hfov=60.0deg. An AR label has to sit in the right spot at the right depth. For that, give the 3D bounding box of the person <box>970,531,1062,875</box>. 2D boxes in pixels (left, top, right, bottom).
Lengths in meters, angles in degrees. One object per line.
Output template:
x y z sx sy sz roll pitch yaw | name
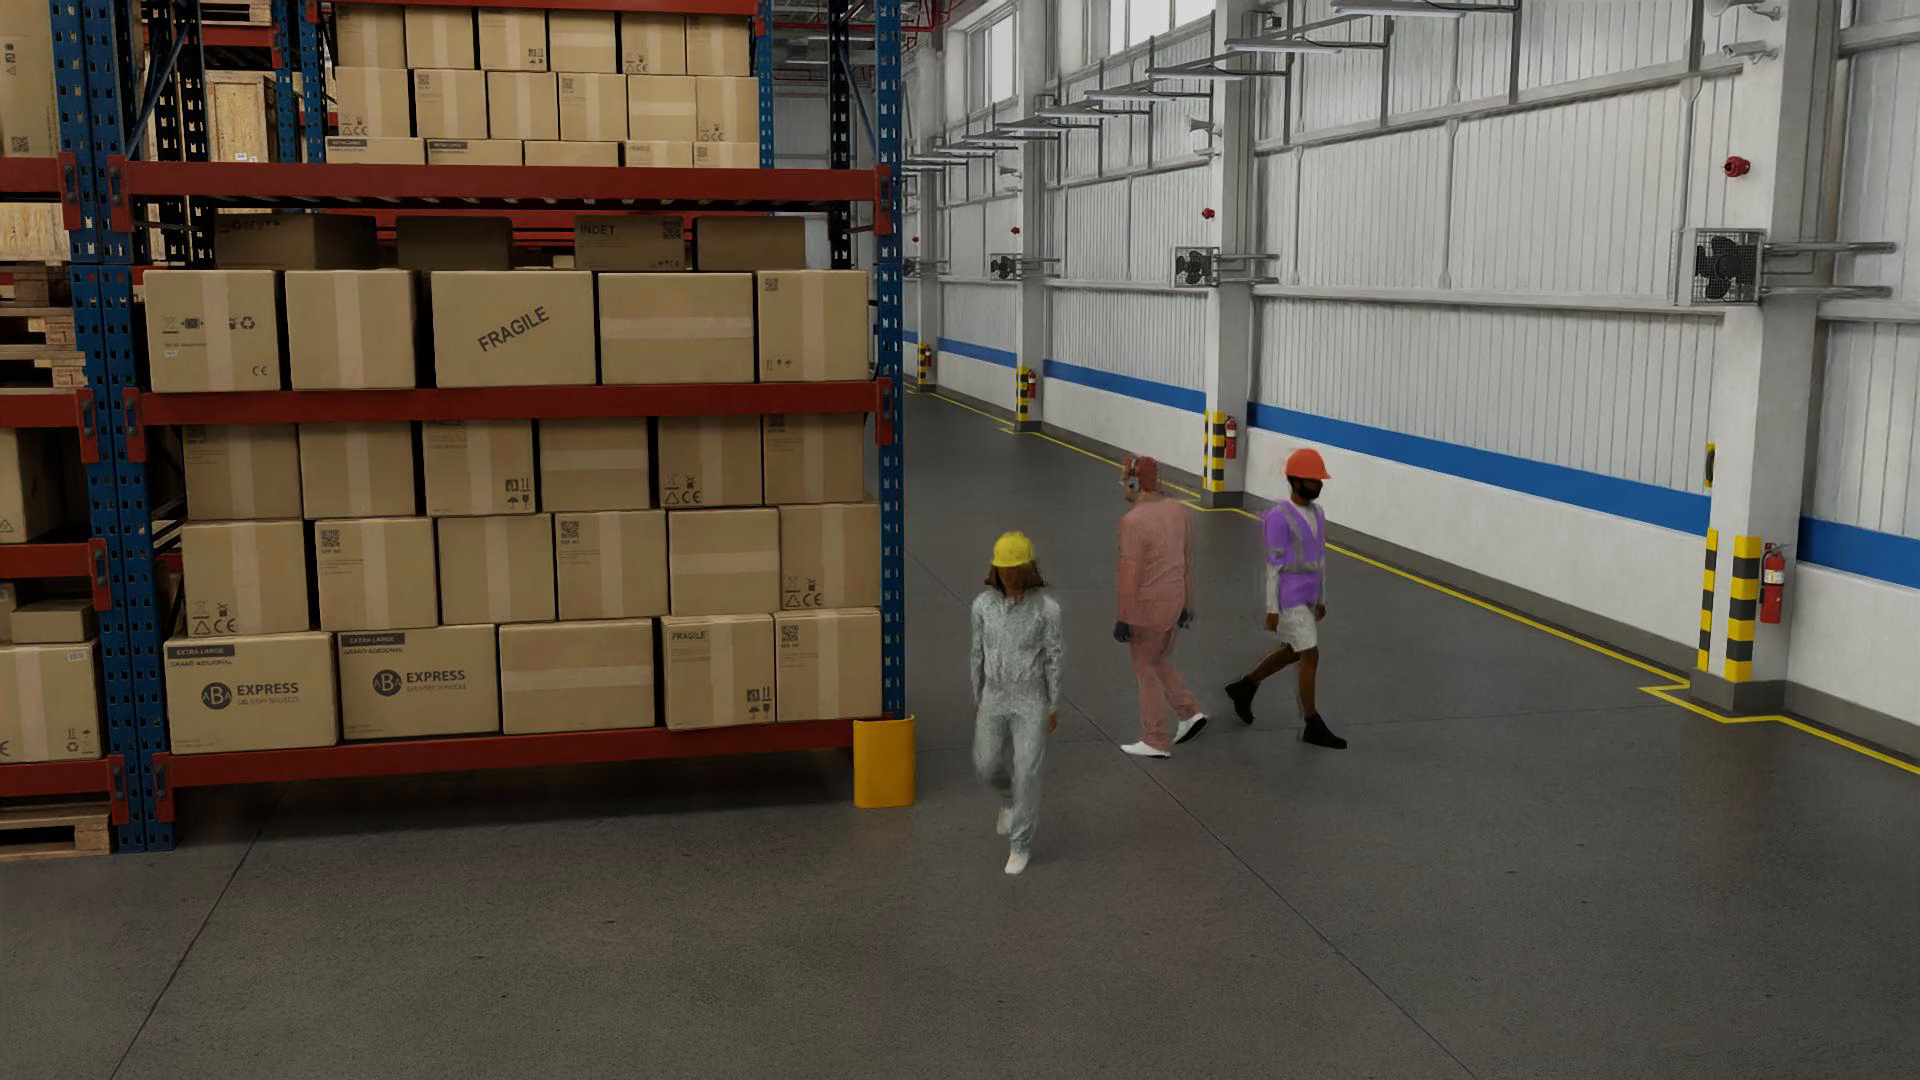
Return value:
0.292 0.798 8.448 0.488 1.732 0.480 3 10 19 | person

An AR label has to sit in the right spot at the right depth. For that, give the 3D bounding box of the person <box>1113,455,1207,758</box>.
1.204 0.419 10.295 0.479 1.885 0.654 6 11 33 | person

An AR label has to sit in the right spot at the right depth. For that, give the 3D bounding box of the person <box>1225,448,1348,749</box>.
2.108 0.343 10.697 0.886 1.912 0.553 8 12 41 | person
